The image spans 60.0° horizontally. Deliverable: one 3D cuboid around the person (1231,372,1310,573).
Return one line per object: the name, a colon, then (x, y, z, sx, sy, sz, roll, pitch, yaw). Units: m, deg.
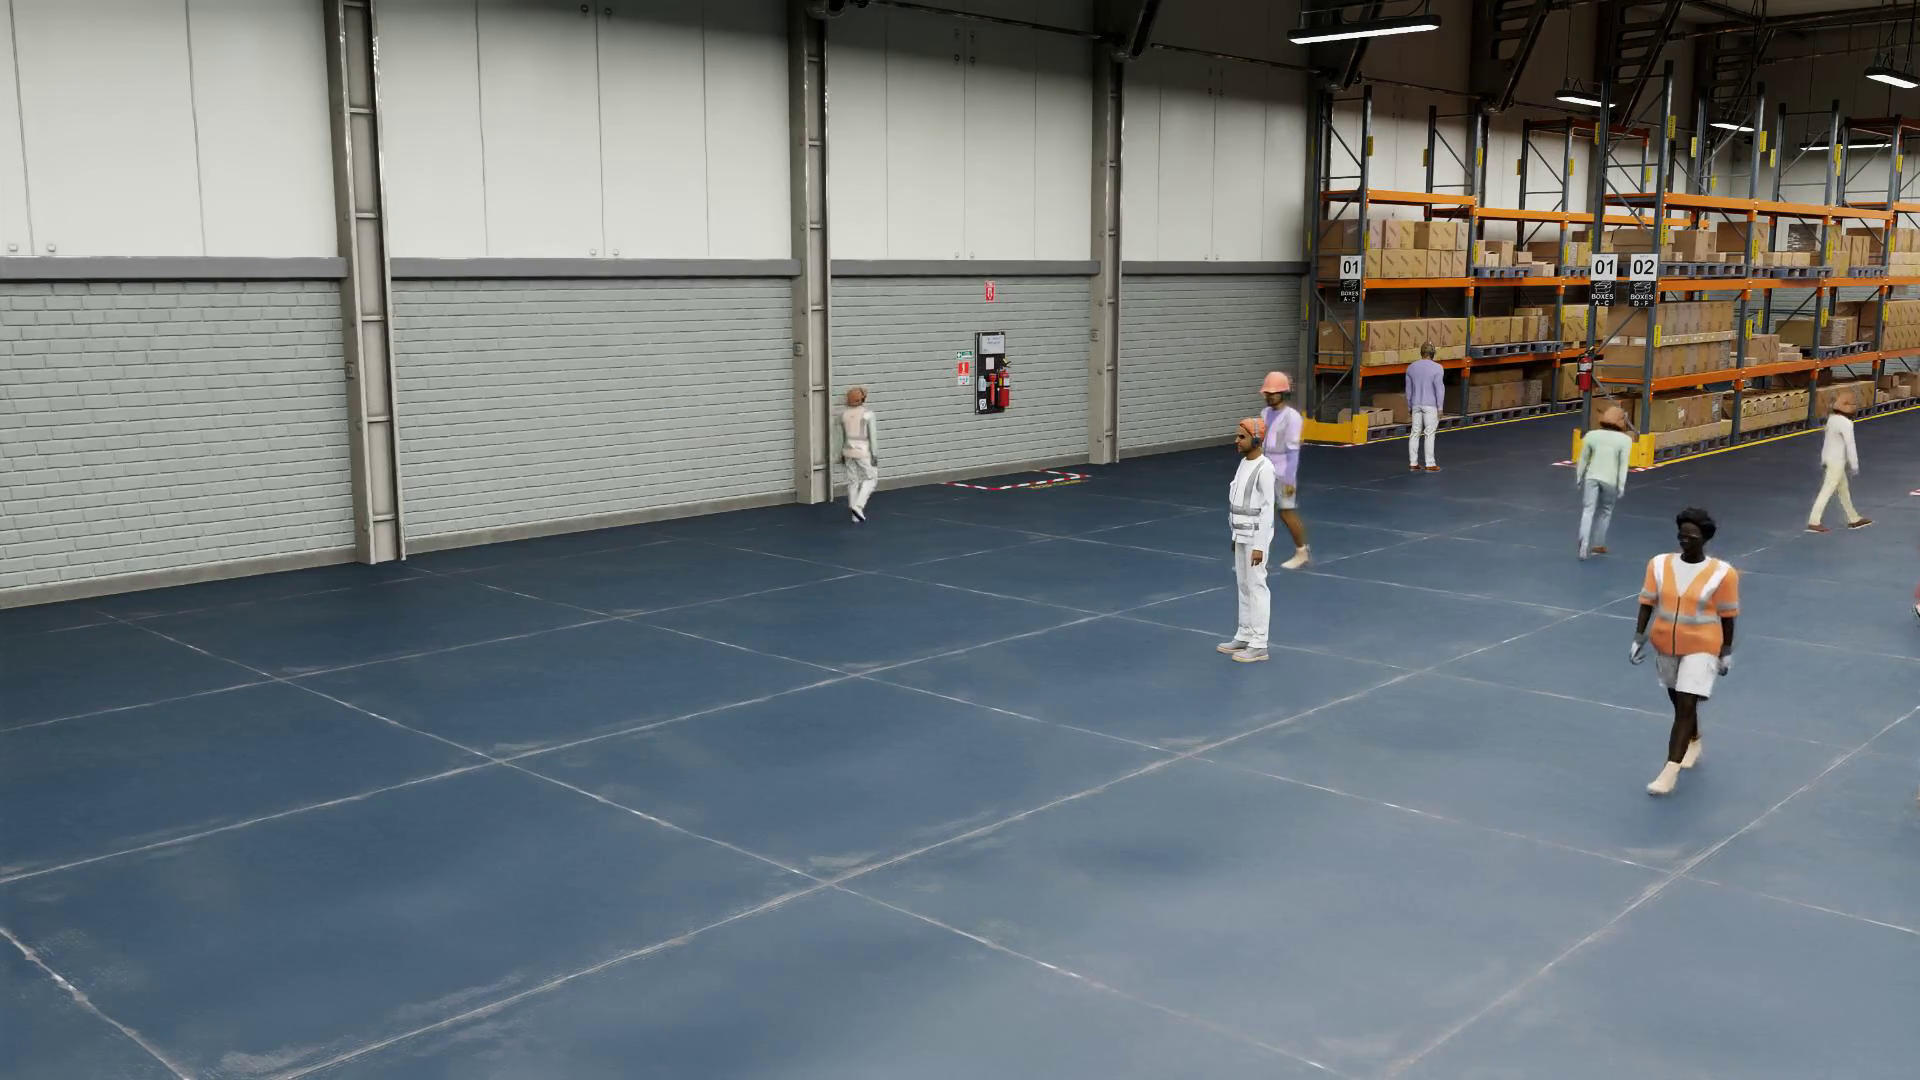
person: (3.169, -0.664, 16.547, 0.890, 2.013, 0.625, -5, 10, -27)

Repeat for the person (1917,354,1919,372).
person: (22.006, -3.982, 37.931, 0.507, 1.609, 0.697, -1, 9, -9)

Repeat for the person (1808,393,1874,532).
person: (10.145, -0.873, 19.028, 0.825, 1.596, 0.522, 1, 9, 7)

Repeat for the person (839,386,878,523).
person: (-1.198, -0.999, 19.670, 0.534, 1.627, 0.366, 5, 11, 30)

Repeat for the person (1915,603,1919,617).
person: (8.282, -0.047, 13.581, 0.535, 1.733, 0.849, -3, 10, -19)

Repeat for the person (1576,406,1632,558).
person: (6.678, -0.597, 17.354, 0.538, 1.598, 0.734, 7, 12, 38)

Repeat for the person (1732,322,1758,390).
person: (15.773, -3.422, 33.438, 0.366, 1.965, 0.607, -6, 11, -33)

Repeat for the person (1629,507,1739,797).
person: (4.274, 0.617, 9.787, 0.896, 1.656, 0.536, -8, 12, -41)

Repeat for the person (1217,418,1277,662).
person: (2.240, -0.005, 12.865, 0.355, 1.882, 0.576, -2, 9, -11)

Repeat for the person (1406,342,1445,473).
person: (6.893, -1.965, 24.647, 0.373, 1.940, 0.629, -9, 13, -42)
